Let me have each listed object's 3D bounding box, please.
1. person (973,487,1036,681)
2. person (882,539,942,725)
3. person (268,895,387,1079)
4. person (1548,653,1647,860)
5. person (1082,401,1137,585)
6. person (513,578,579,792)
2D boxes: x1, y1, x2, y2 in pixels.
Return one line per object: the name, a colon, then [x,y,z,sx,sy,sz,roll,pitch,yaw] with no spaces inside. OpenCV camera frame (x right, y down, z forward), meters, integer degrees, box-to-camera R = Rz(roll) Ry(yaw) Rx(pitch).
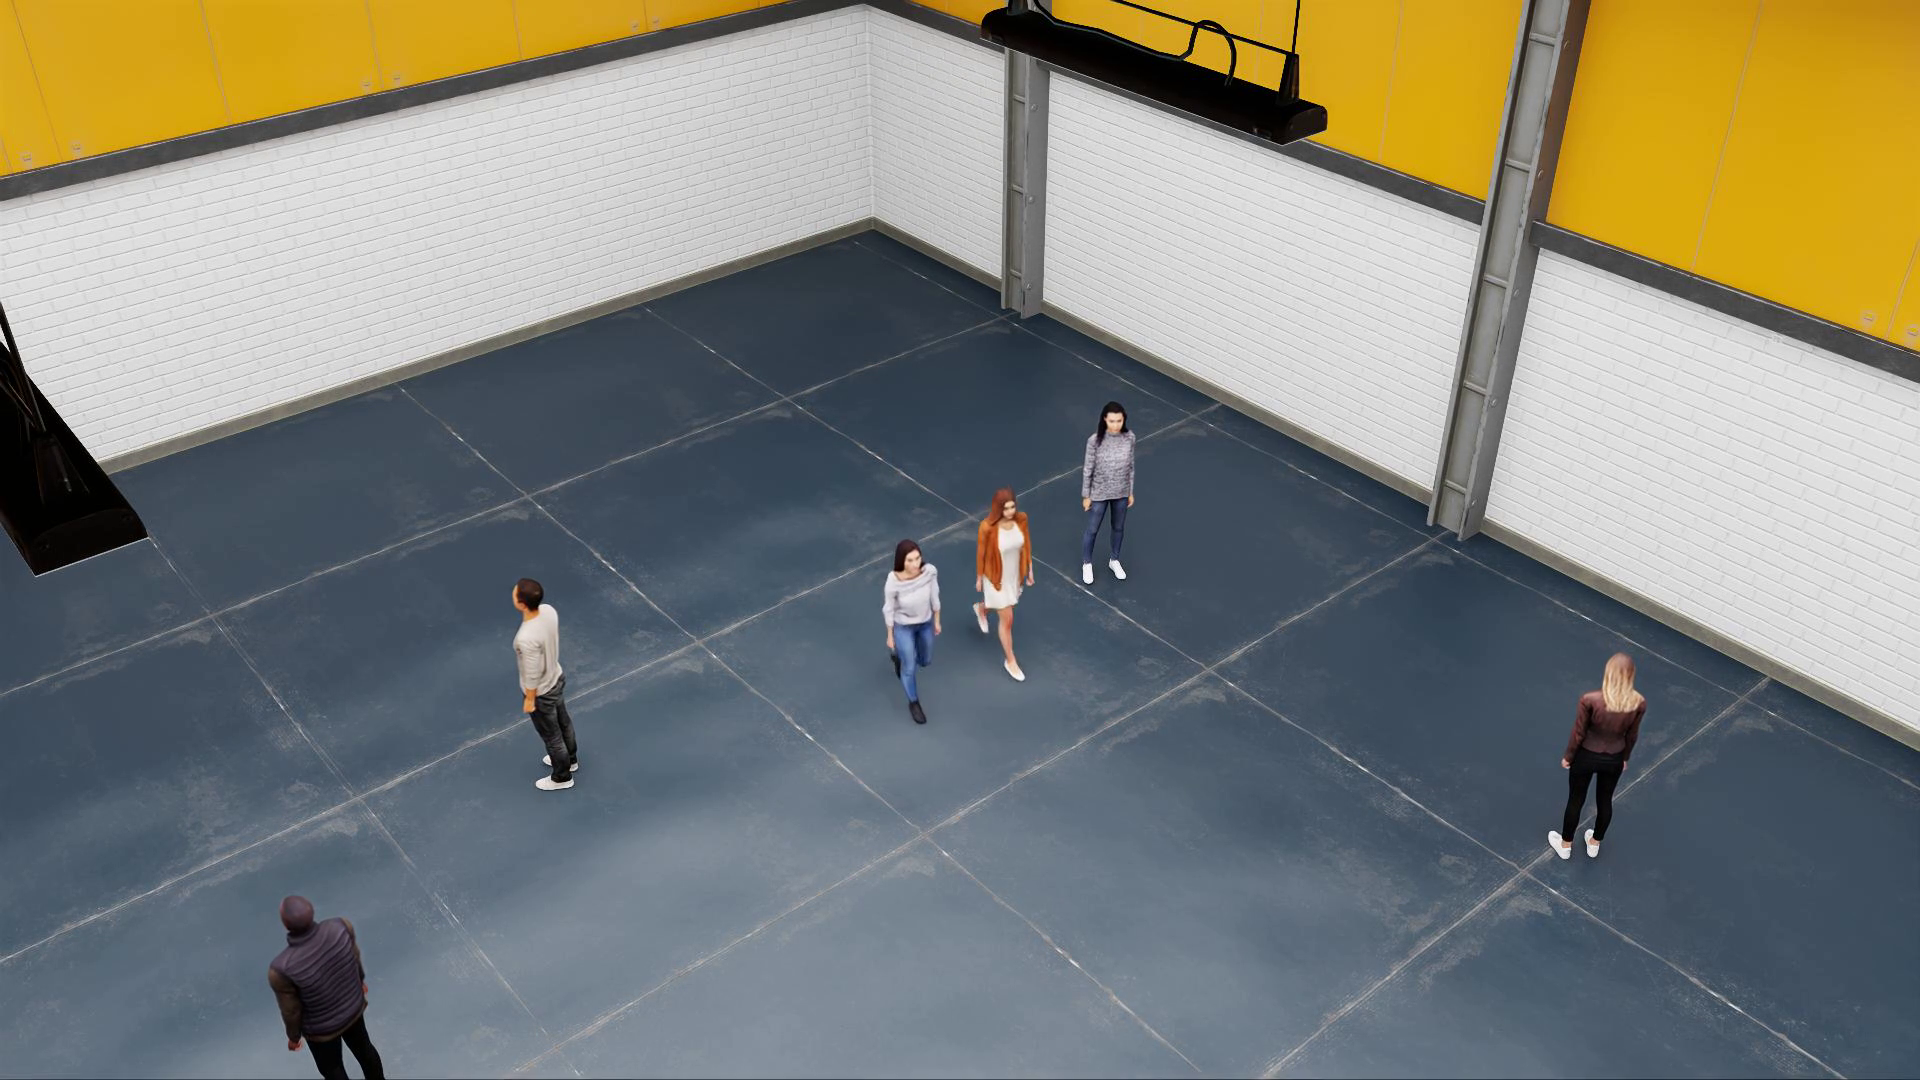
person: [0.298,0.247,13.309,0.702,1.683,1.125,-20,39,-27]
person: [-0.402,0.642,12.775,0.721,1.617,0.901,-16,37,-23]
person: [-3.587,2.699,9.483,0.681,1.835,0.755,21,39,28]
person: [4.381,1.494,11.415,0.666,1.703,0.712,1,34,1]
person: [1.284,-0.426,14.278,0.694,1.731,0.682,-7,34,-10]
person: [-2.996,1.030,12.015,0.773,1.812,0.722,4,34,6]
